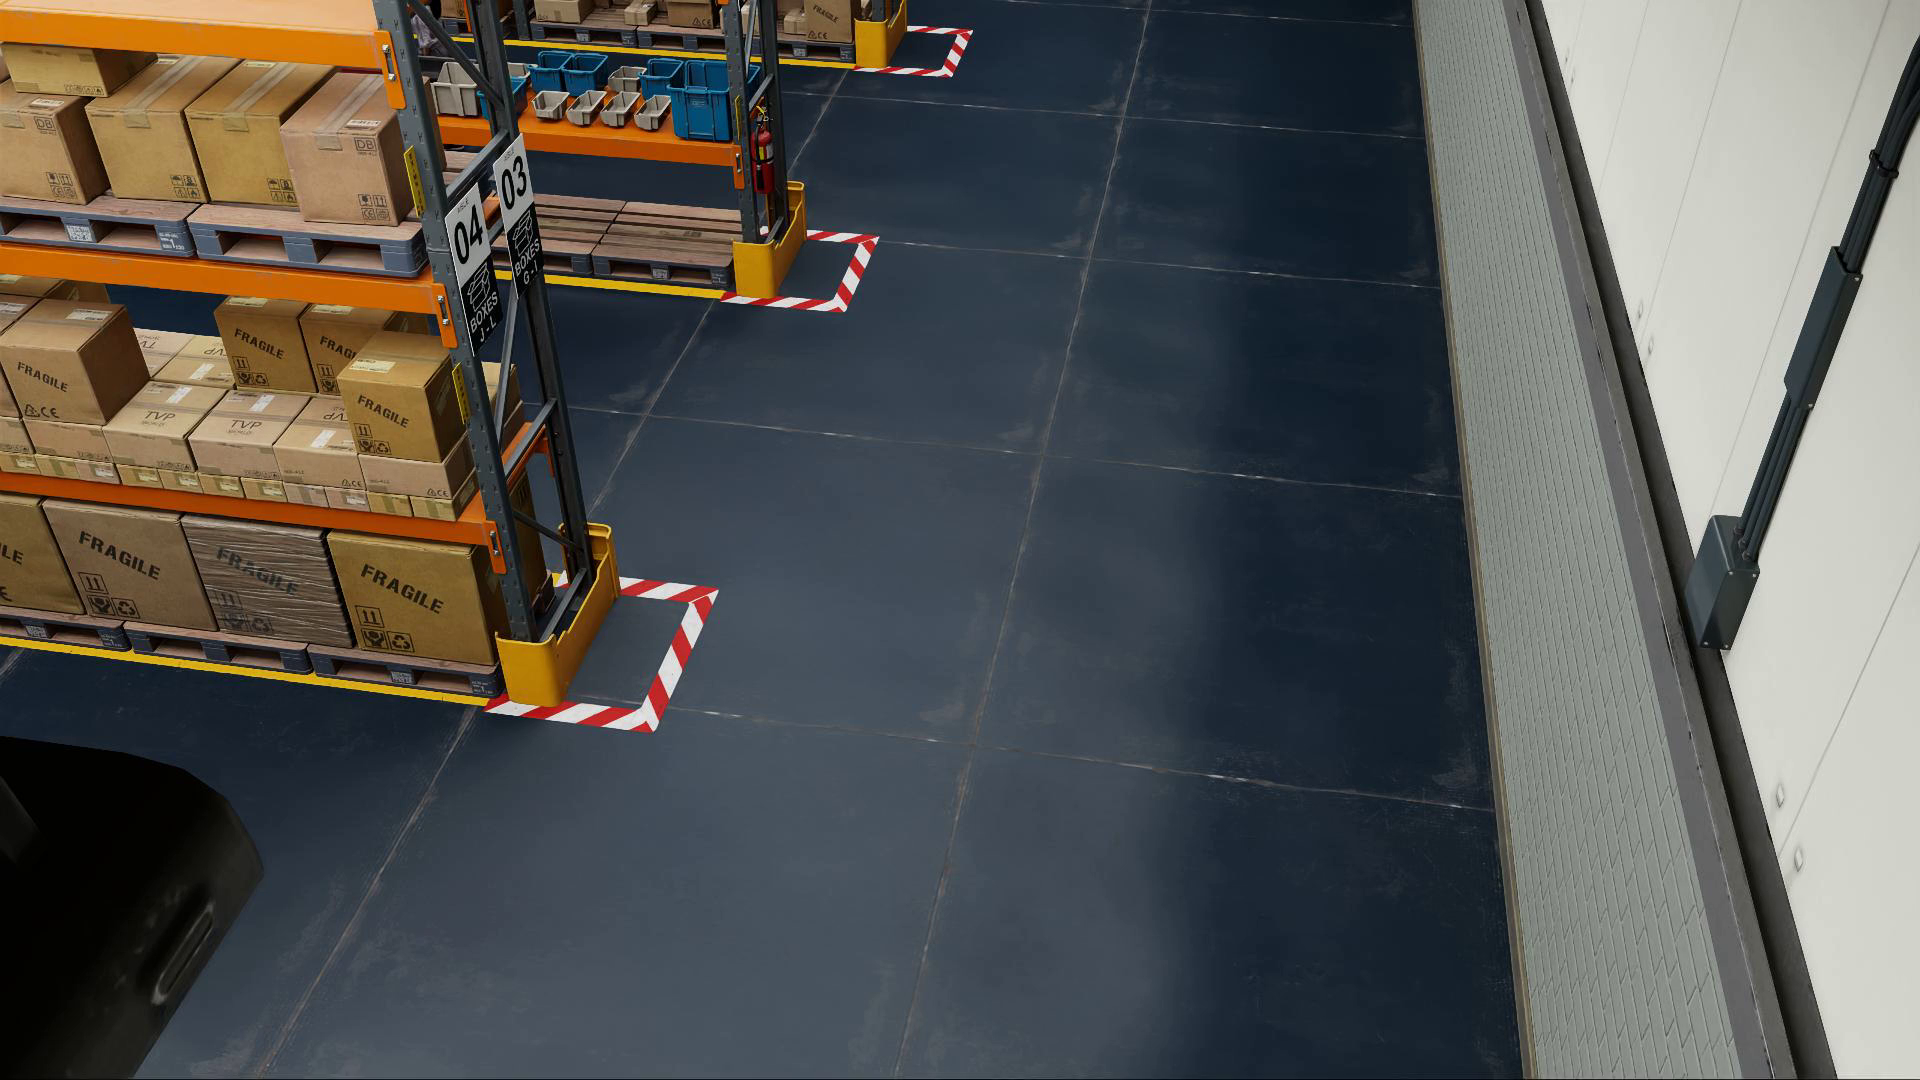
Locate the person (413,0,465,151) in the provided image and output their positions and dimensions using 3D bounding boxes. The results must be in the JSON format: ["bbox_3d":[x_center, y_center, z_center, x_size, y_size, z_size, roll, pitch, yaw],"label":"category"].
[{"bbox_3d":[-4.904,-4.530,15.658,0.527,1.734,0.606,4,38,5],"label":"person"}]
